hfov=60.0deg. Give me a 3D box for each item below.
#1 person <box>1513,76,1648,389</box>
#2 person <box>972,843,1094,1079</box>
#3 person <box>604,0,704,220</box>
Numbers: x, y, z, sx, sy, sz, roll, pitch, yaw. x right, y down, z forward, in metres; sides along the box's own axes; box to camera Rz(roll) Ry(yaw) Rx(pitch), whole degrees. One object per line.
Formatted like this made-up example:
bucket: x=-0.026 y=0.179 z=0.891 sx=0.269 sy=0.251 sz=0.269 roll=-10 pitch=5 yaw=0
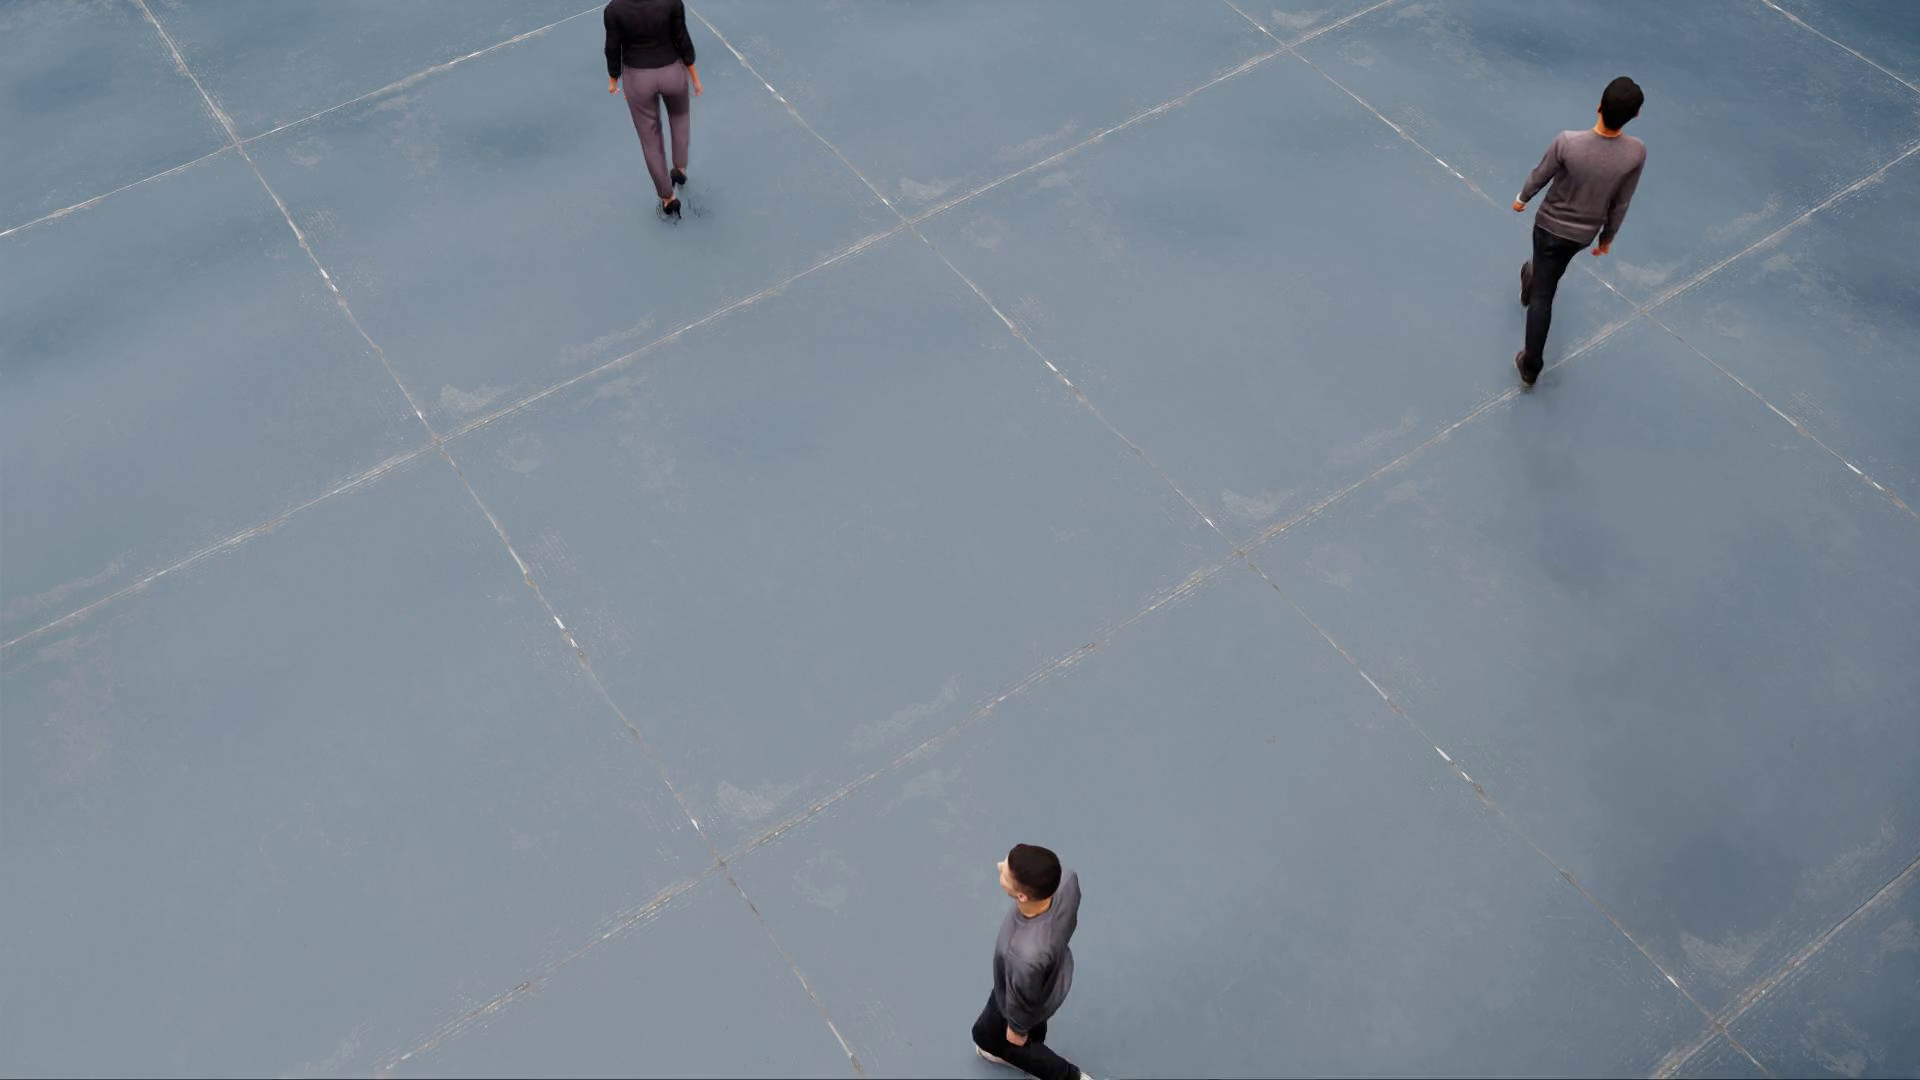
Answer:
person: x=3.099 y=-1.531 z=8.509 sx=1.201 sy=1.722 sz=1.070 roll=-24 pitch=56 yaw=-17
person: x=0.335 y=1.629 z=6.044 sx=0.886 sy=1.749 sz=0.817 roll=15 pitch=54 yaw=11
person: x=-1.676 y=-2.484 z=9.290 sx=0.725 sy=1.654 sz=0.718 roll=-22 pitch=55 yaw=-16
